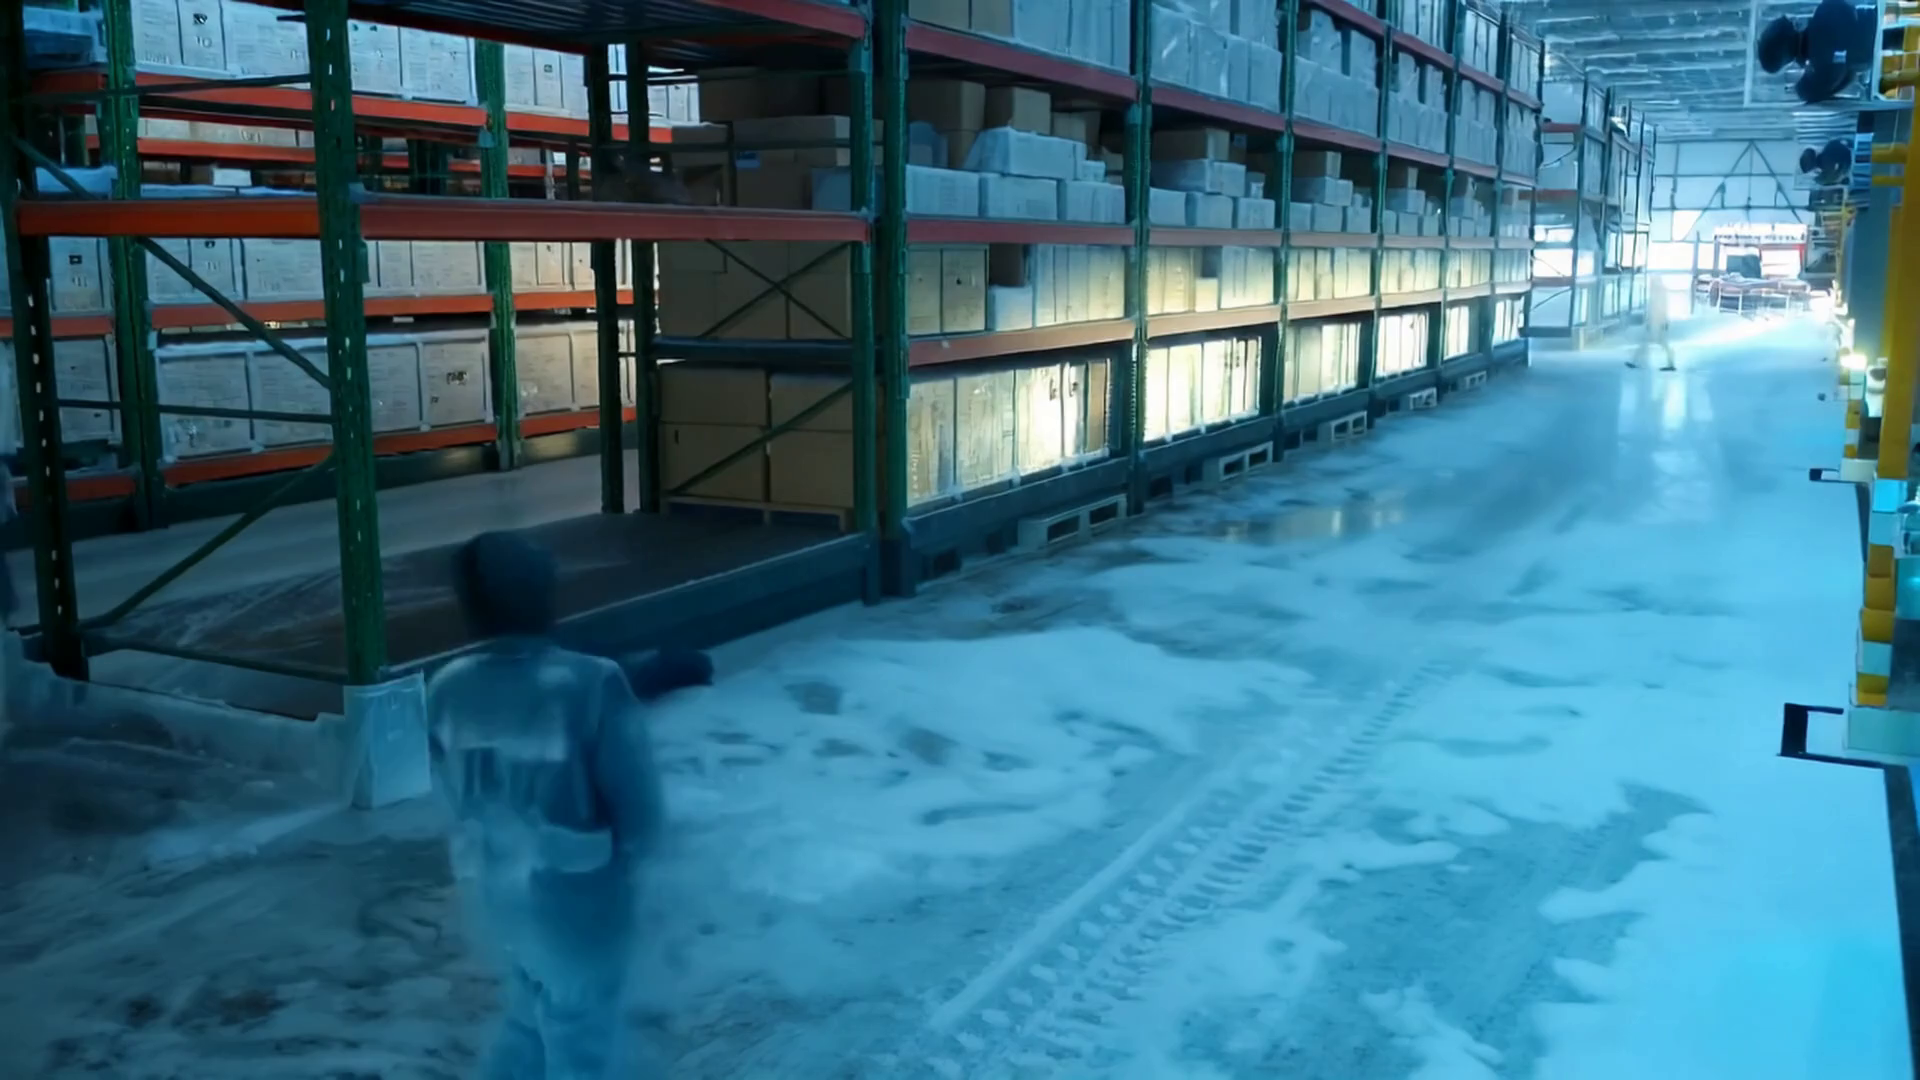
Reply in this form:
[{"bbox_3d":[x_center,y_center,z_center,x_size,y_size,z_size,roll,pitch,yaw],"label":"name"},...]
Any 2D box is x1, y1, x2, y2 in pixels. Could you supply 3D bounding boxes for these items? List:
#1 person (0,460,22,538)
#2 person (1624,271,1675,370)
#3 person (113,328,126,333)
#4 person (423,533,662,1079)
[{"bbox_3d":[-5.065,-0.100,8.357,0.554,1.682,0.782,-8,13,-40],"label":"person"},{"bbox_3d":[12.869,-4.065,30.891,0.952,1.845,0.714,3,10,19],"label":"person"},{"bbox_3d":[-8.380,-1.501,16.334,0.630,1.737,0.368,-2,10,-11],"label":"person"},{"bbox_3d":[-0.819,0.795,3.428,0.627,1.609,0.328,5,11,25],"label":"person"}]
